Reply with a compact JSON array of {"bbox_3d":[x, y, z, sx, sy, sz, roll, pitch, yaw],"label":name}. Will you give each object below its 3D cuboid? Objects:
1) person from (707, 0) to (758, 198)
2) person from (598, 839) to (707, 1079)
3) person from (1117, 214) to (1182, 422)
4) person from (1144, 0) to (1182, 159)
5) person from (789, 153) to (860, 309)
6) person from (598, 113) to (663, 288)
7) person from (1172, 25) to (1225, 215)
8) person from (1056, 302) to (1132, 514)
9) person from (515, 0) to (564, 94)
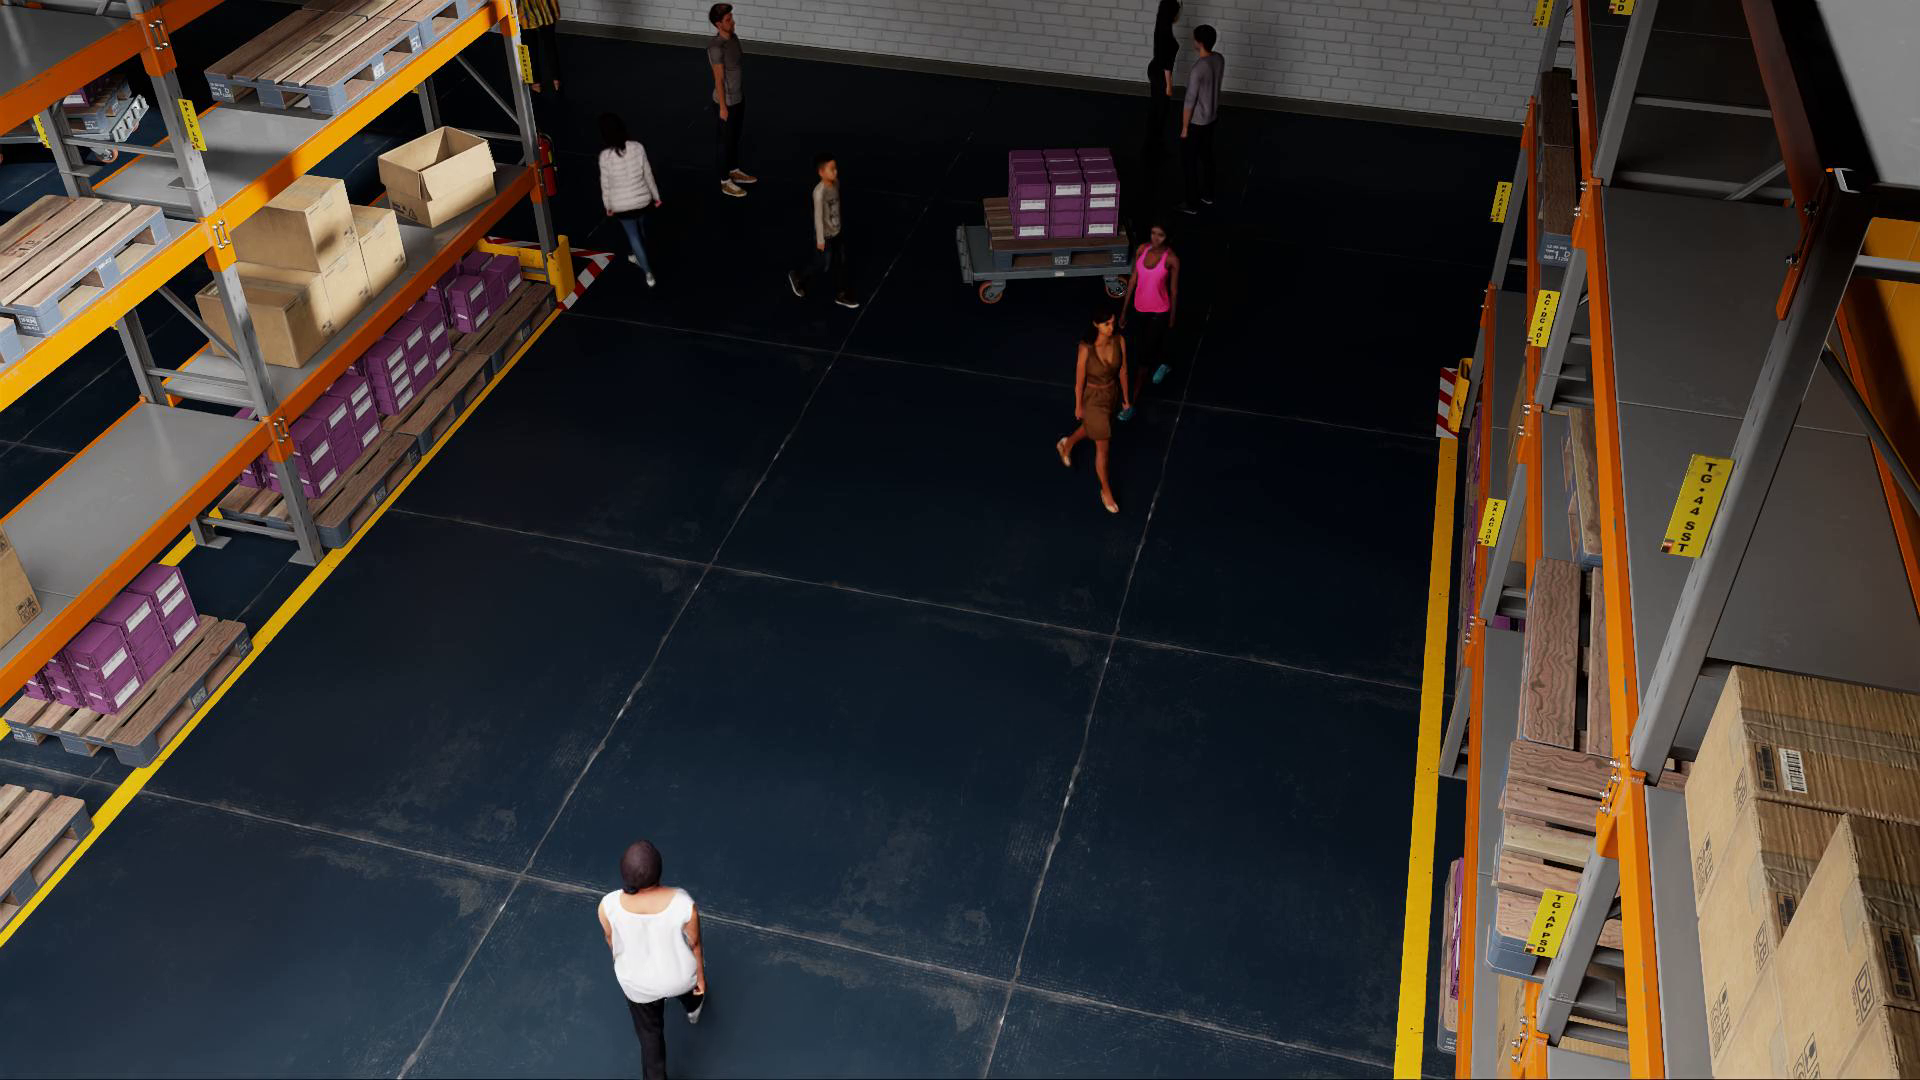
[{"bbox_3d":[-2.269,-4.327,16.272,0.690,1.896,0.486,10,40,13],"label":"person"},{"bbox_3d":[-1.520,2.177,8.328,0.846,1.648,1.180,1,39,1],"label":"person"},{"bbox_3d":[1.583,-1.868,13.367,0.884,1.679,1.189,27,46,30],"label":"person"},{"bbox_3d":[2.050,-4.737,16.993,0.713,1.638,0.577,-9,39,-11],"label":"person"},{"bbox_3d":[-1.218,-2.716,14.612,0.711,1.450,0.853,16,41,19],"label":"person"},{"bbox_3d":[-2.926,-2.988,14.835,1.059,1.597,1.110,-19,42,-22],"label":"person"},{"bbox_3d":[2.316,-4.044,15.964,0.781,1.838,0.630,29,47,31],"label":"person"},{"bbox_3d":[0.984,-1.056,12.371,1.049,1.654,1.061,-24,45,-27],"label":"person"},{"bbox_3d":[-4.646,-5.729,18.223,0.875,1.653,0.926,-13,40,-15],"label":"person"}]
